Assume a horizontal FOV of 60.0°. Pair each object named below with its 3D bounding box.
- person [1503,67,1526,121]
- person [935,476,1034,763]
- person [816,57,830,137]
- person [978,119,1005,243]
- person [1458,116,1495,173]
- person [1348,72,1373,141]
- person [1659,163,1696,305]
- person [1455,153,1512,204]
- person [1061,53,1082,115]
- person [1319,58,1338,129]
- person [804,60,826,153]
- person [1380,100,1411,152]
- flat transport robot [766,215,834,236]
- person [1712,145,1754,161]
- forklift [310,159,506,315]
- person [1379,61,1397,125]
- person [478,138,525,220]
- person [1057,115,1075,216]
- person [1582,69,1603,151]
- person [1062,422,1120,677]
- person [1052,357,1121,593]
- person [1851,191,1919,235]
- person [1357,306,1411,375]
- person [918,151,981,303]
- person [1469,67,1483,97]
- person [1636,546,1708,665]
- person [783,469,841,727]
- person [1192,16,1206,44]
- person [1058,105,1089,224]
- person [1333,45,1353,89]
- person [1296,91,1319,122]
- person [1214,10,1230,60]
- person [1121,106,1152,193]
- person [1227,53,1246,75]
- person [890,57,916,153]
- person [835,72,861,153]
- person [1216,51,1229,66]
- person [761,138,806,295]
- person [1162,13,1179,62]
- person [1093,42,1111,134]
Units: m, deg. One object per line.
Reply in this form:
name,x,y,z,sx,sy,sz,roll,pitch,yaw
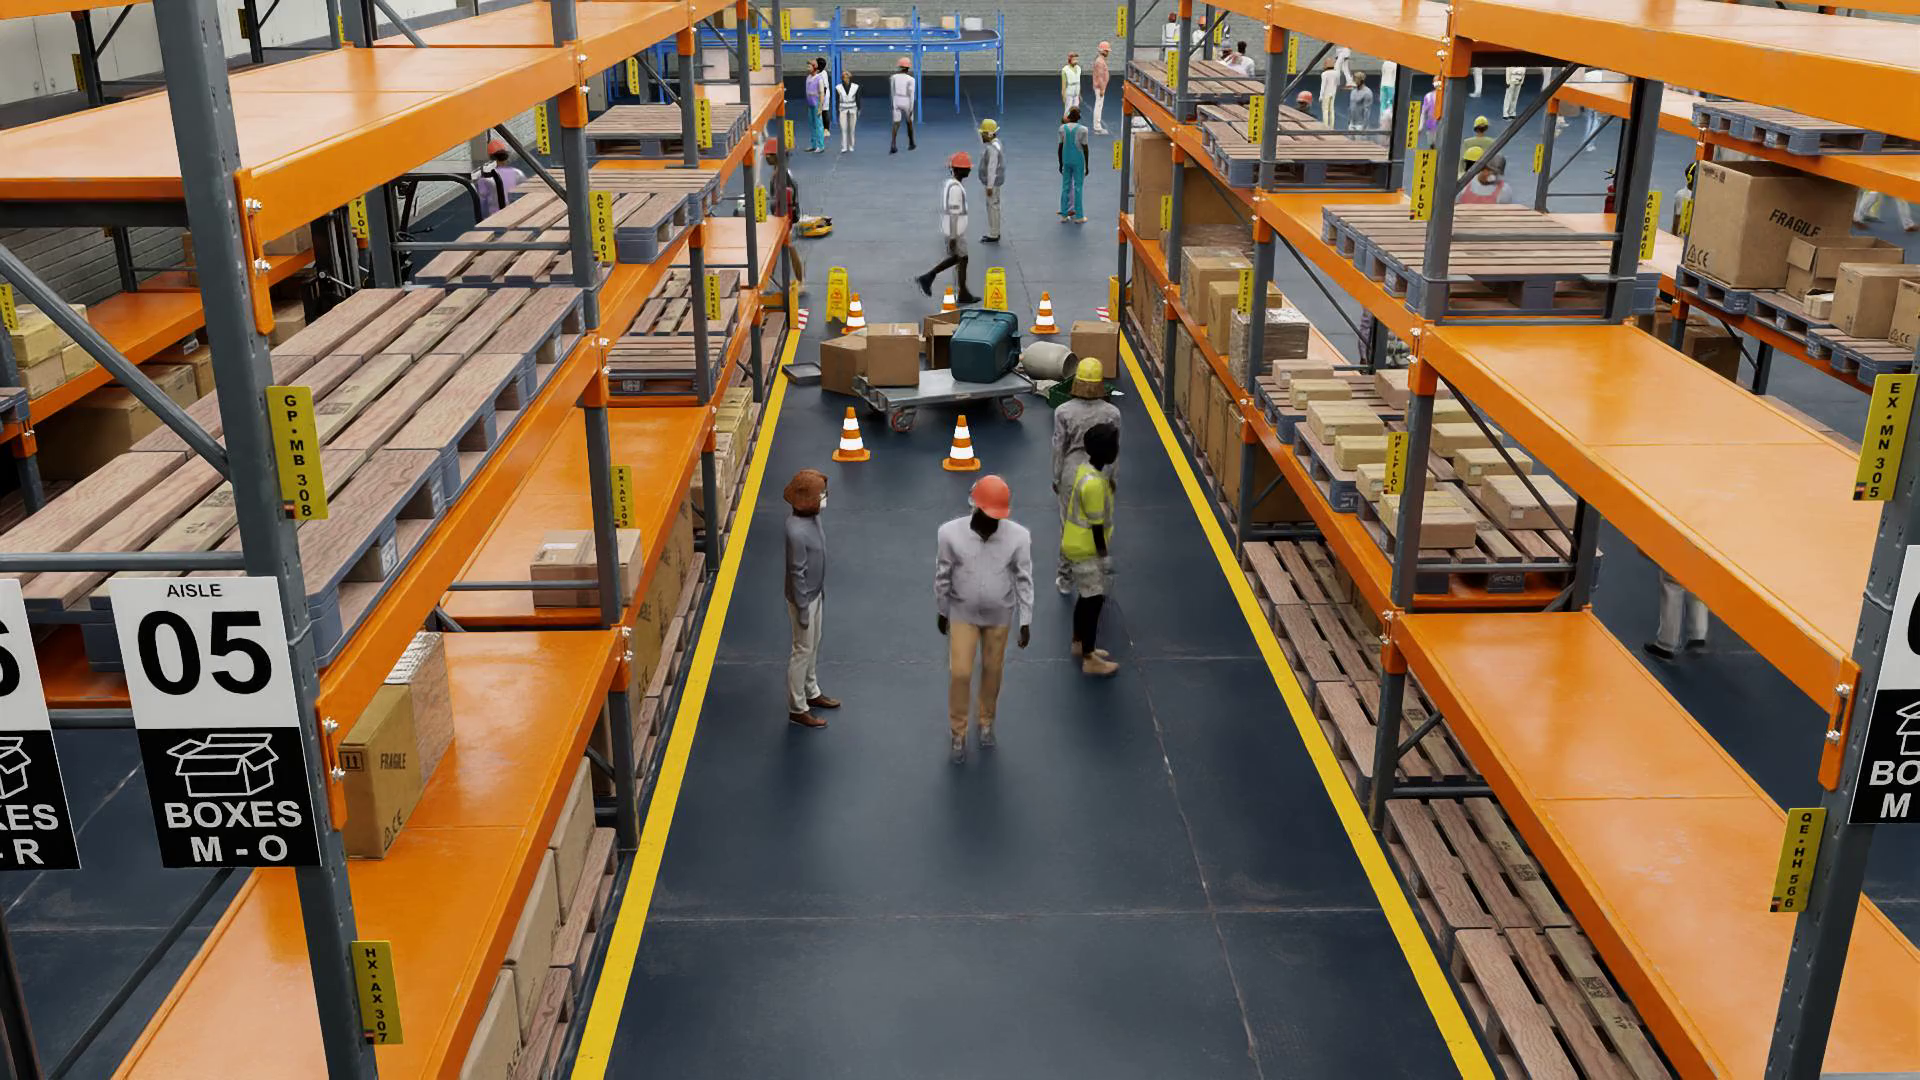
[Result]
person,13.140,-10.852,39.342,0.587,1.822,0.403,-14,25,-32
person,0.139,0.450,9.612,0.566,1.713,0.641,-1,21,-2
person,-3.022,-9.717,36.516,0.316,1.695,0.540,-4,21,-10
person,0.469,-5.345,24.791,0.403,1.823,0.601,2,21,7
person,7.980,-5.680,25.809,0.529,1.730,0.811,-1,21,-3
person,7.385,-7.688,30.839,0.373,1.929,0.635,-7,22,-18
person,8.786,-3.640,20.214,0.309,1.868,0.535,18,27,40
person,6.255,-3.714,20.170,0.724,2.000,0.544,10,23,25
person,2.411,-9.660,36.184,0.403,1.831,0.572,18,27,39
person,8.188,-9.886,37.052,0.503,1.631,0.282,-15,25,-35
person,-2.970,-8.895,34.135,0.389,1.846,0.564,-15,25,-34
person,7.291,-6.662,28.132,0.610,1.921,0.669,-12,24,-28
flat transport robot,-2.732,-4.884,25.724,1.431,0.197,0.652,4,21,10
person,11.601,-5.500,25.110,0.645,1.890,1.024,4,21,9
forklift,-5.622,-2.910,17.832,2.313,2.155,1.214,-1,21,-1
person,9.960,-10.475,38.464,0.395,1.746,0.537,-14,25,-33
person,-5.768,-4.073,21.169,0.622,2.017,0.857,-15,26,-35
person,1.759,-6.074,26.989,0.284,1.628,0.504,-4,21,-12
person,13.274,-9.064,34.511,0.613,1.889,0.727,16,26,36
person,0.859,0.050,10.709,0.390,1.686,0.543,3,21,9
person,0.903,-0.462,12.006,0.487,1.731,0.370,-1,21,-2
person,14.338,-5.637,25.491,0.653,1.873,1.096,-18,27,-40
person,3.839,-1.628,14.794,0.602,1.943,0.393,3,21,7
person,-0.121,-3.908,20.859,0.713,1.915,0.558,-2,21,-5
person,13.792,-12.797,44.336,0.433,1.937,0.615,3,21,7
person,4.739,-0.040,10.773,0.624,1.820,0.410,-4,21,-10
person,-0.911,0.343,10.028,0.292,1.625,0.504,3,21,7
person,6.507,-13.044,44.826,0.605,2.045,0.379,-19,28,-41
person,1.804,-5.947,26.344,0.514,1.845,0.338,10,23,24
person,10.597,-13.490,46.275,0.879,1.841,0.598,5,21,13
person,5.549,-6.289,27.061,0.632,1.973,0.456,15,26,35
person,7.387,-14.065,47.525,0.605,2.045,0.377,4,21,10
person,3.098,-7.063,29.259,0.572,1.877,0.345,-8,22,-21
person,5.825,-9.408,35.469,0.676,1.876,0.409,19,28,41
person,-1.191,-8.942,34.208,0.559,1.896,0.989,6,22,16
person,-2.294,-8.753,34.090,0.519,1.607,0.781,-1,21,-3
person,5.758,-9.930,36.791,0.400,1.908,0.599,-7,22,-17
person,-2.402,-4.097,21.233,0.889,2.012,0.611,-6,22,-16
person,6.243,-14.570,49.078,0.572,1.887,0.354,11,23,26
person,3.149,-10.053,37.000,0.391,1.987,0.608,1,21,3
